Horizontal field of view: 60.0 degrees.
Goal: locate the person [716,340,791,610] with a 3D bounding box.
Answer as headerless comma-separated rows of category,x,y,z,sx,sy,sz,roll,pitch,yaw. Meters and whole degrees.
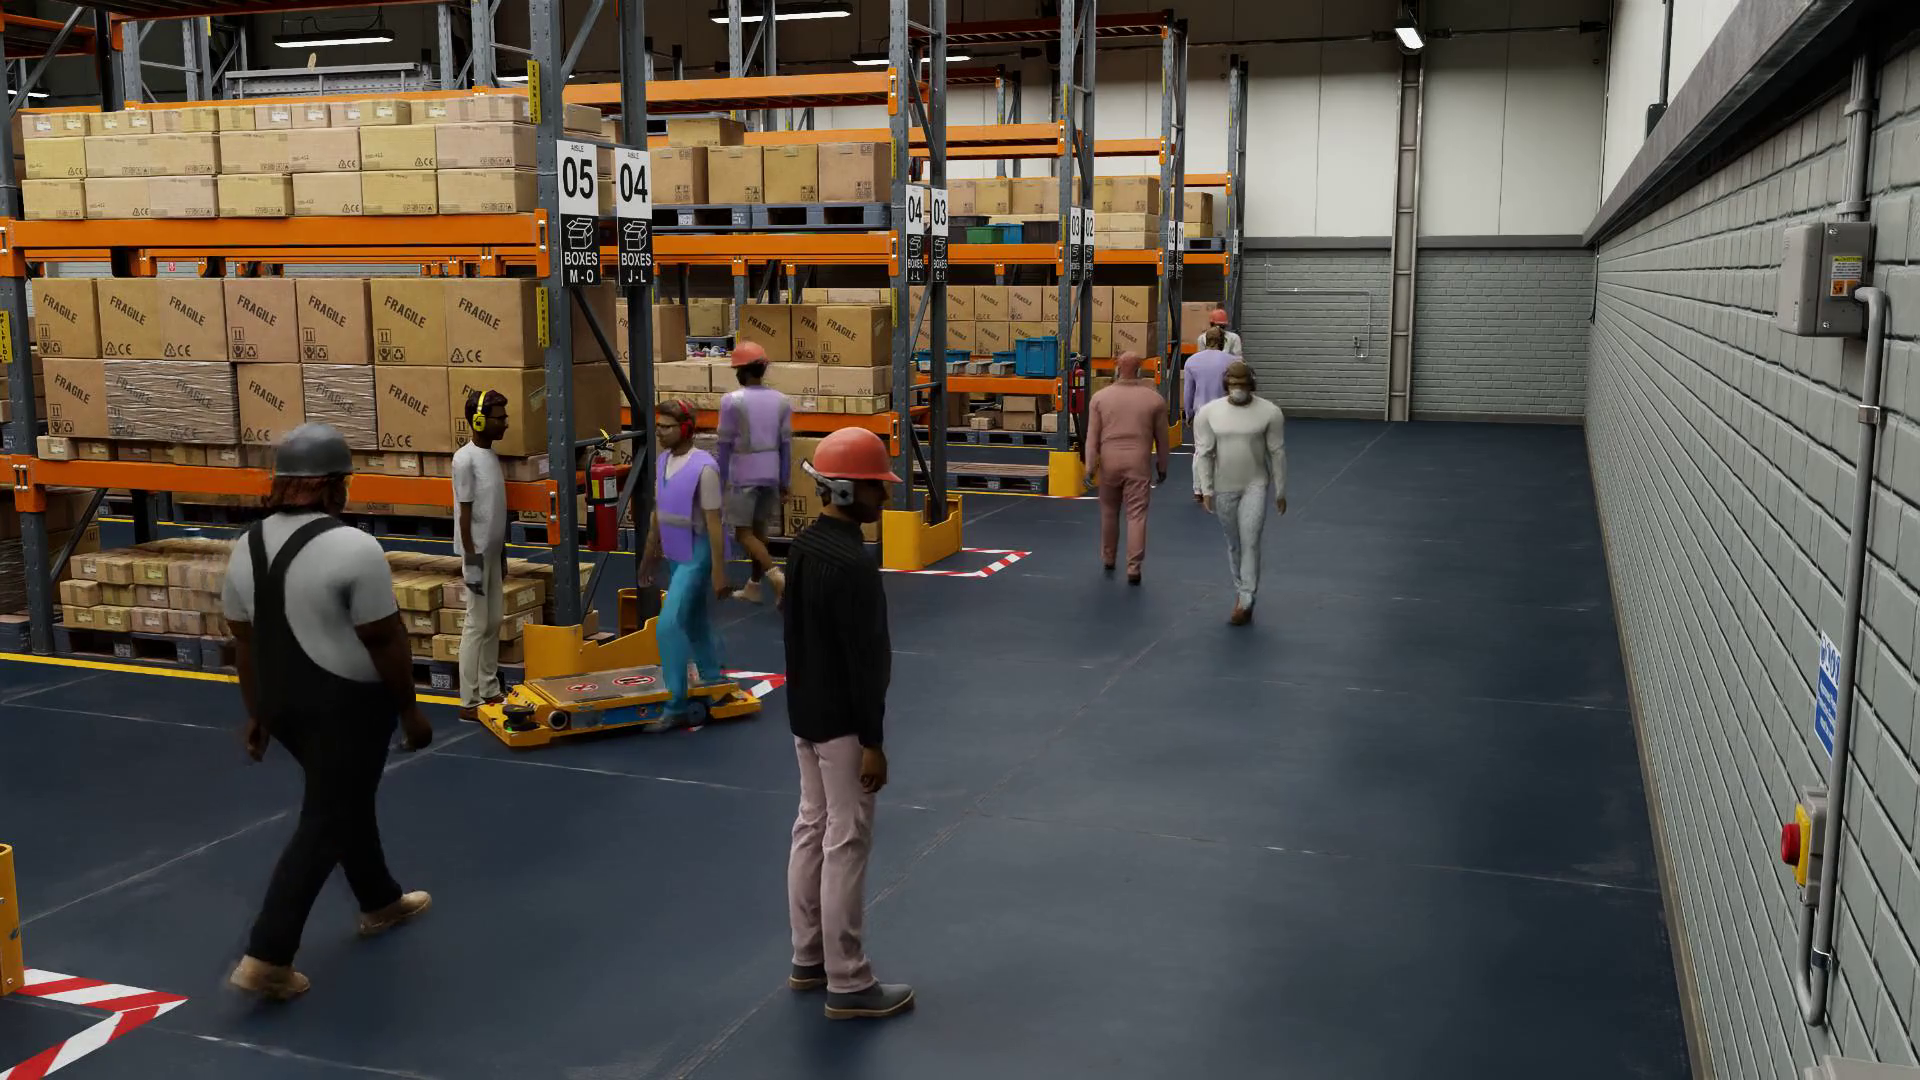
person,-1.479,-0.461,12.291,0.620,2.024,0.853,-8,12,-42

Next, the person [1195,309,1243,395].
person,3.749,-2.313,23.923,0.727,1.978,0.970,0,9,1

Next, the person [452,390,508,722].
person,-2.651,0.094,9.311,0.332,1.860,0.510,1,9,6

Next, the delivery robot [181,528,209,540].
delivery robot,-5.839,0.153,12.700,0.707,0.478,0.477,4,10,22

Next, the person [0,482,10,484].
person,-9.293,-1.054,16.280,0.561,1.926,0.632,4,10,21

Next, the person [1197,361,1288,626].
person,2.052,-0.366,12.104,0.643,1.893,0.882,4,10,22

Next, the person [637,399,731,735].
person,-1.586,0.142,9.137,0.723,1.813,0.587,-5,11,-30

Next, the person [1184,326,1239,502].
person,2.755,-1.365,18.163,0.632,1.936,0.359,4,10,23

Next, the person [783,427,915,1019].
person,-0.393,0.611,5.662,0.392,1.990,0.614,-4,10,-26

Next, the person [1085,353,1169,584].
person,1.380,-0.603,13.701,0.678,1.845,1.009,1,9,6

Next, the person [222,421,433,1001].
person,-2.283,0.546,5.913,0.684,2.000,1.003,6,11,32

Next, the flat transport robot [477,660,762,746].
flat transport robot,-1.894,0.889,9.280,1.431,0.197,0.652,-5,10,-30
